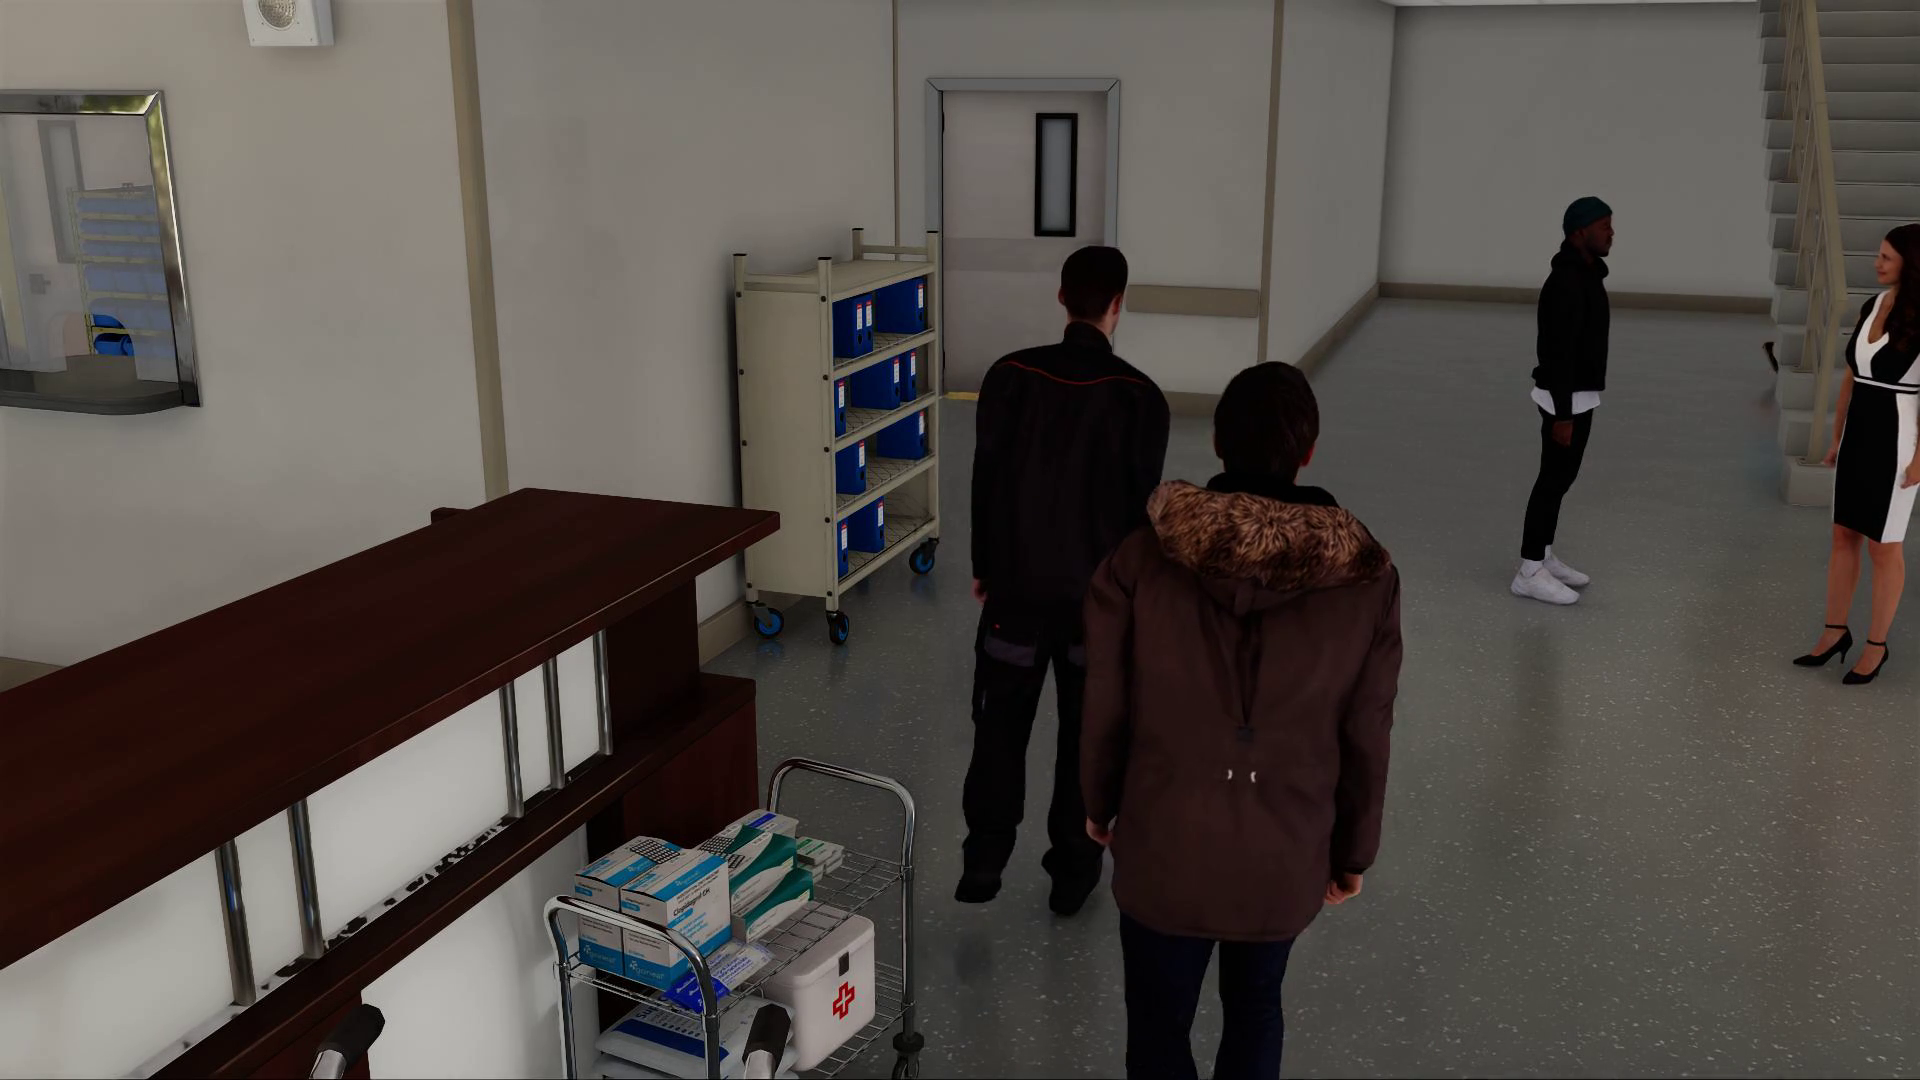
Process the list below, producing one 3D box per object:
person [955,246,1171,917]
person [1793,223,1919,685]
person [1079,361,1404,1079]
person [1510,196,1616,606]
[{"bbox_3d":[0.254,0.165,4.570,0.730,1.888,0.864,3,16,12],"label":"person"},{"bbox_3d":[3.588,-0.327,6.481,0.710,1.796,0.616,-5,16,-16],"label":"person"},{"bbox_3d":[0.496,0.604,3.128,0.922,1.825,1.159,1,16,5],"label":"person"},{"bbox_3d":[2.758,-0.645,7.573,0.769,1.817,0.559,9,18,29],"label":"person"}]
